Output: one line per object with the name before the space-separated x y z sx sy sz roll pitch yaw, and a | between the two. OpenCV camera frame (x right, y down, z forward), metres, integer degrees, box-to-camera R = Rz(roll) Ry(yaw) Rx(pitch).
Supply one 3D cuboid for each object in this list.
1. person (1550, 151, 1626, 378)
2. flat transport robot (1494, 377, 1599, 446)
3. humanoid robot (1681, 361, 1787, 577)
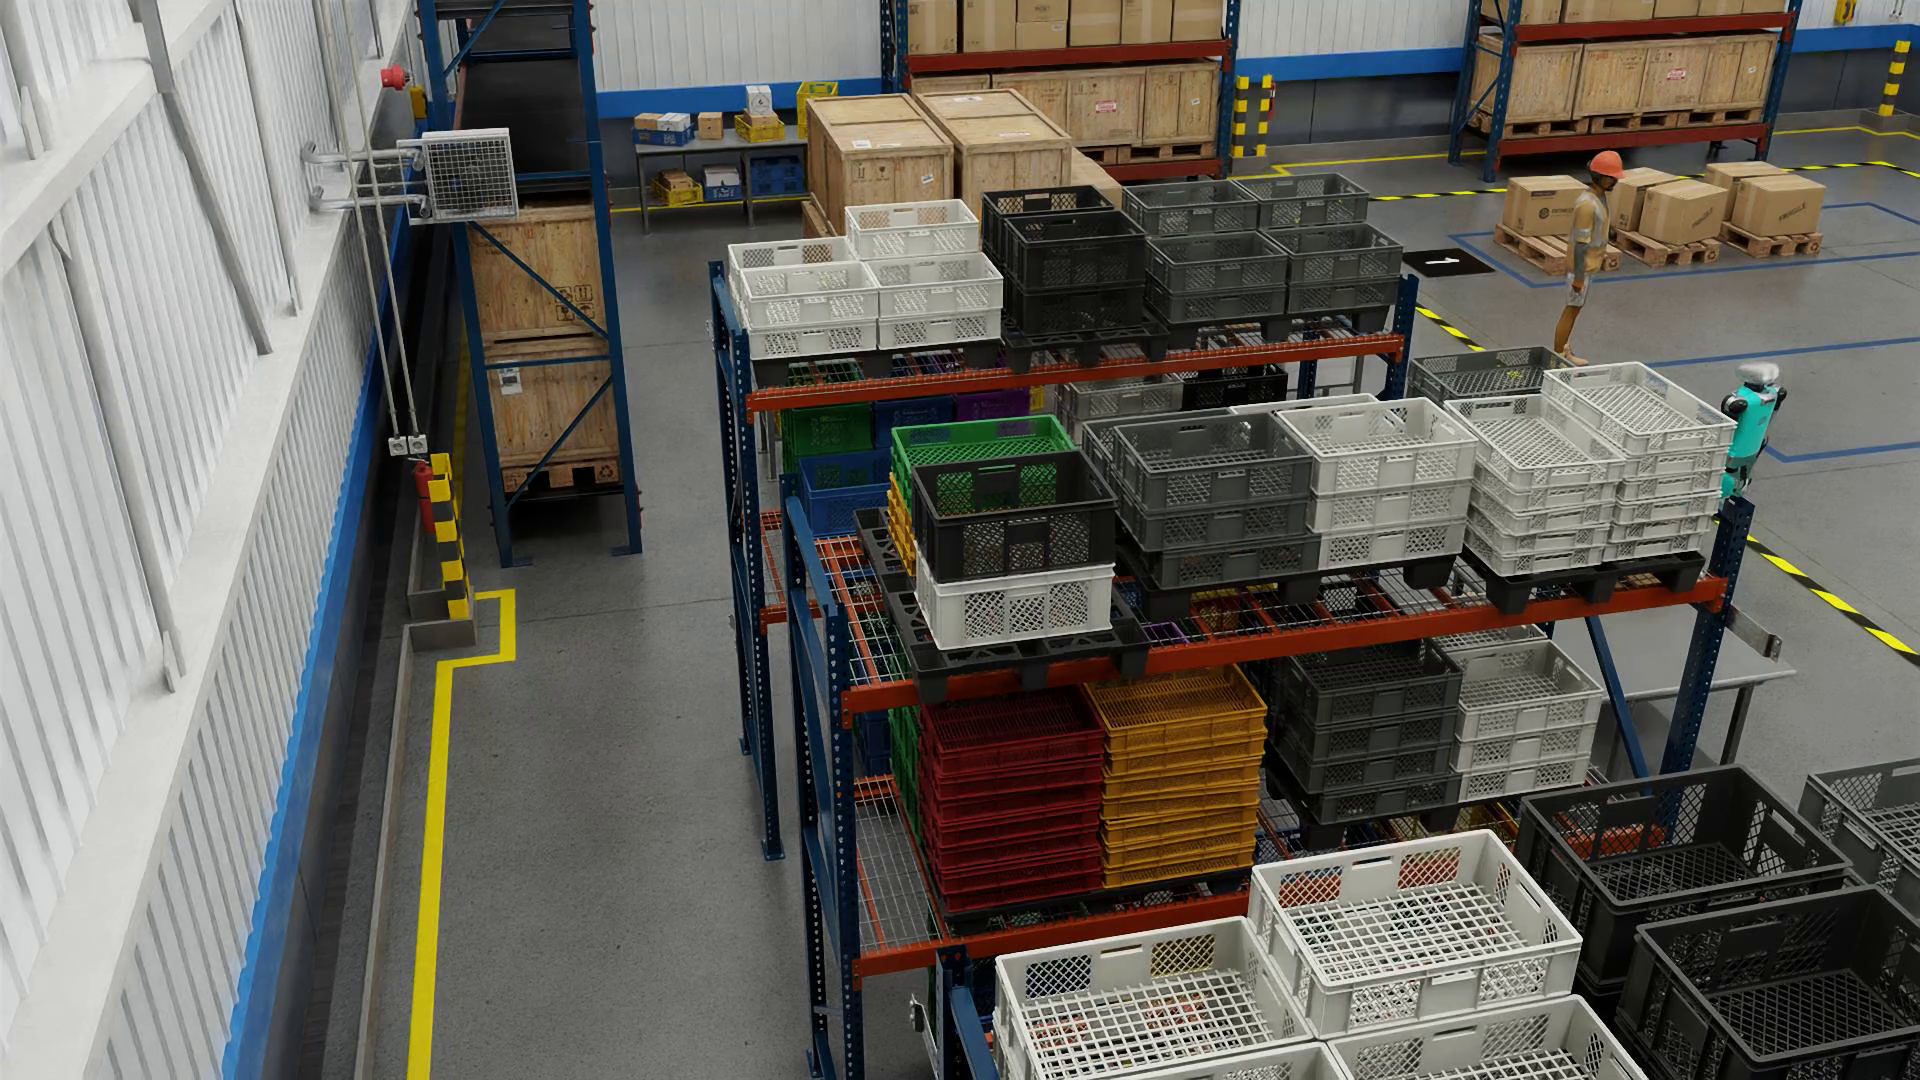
person | 5.583 -2.452 14.800 0.379 2.039 0.614 14 31 25
flat transport robot | 4.780 -1.036 14.013 0.659 0.231 1.431 -6 28 -12
humanoid robot | 5.022 -0.487 11.248 0.533 1.681 0.735 -15 31 -27
